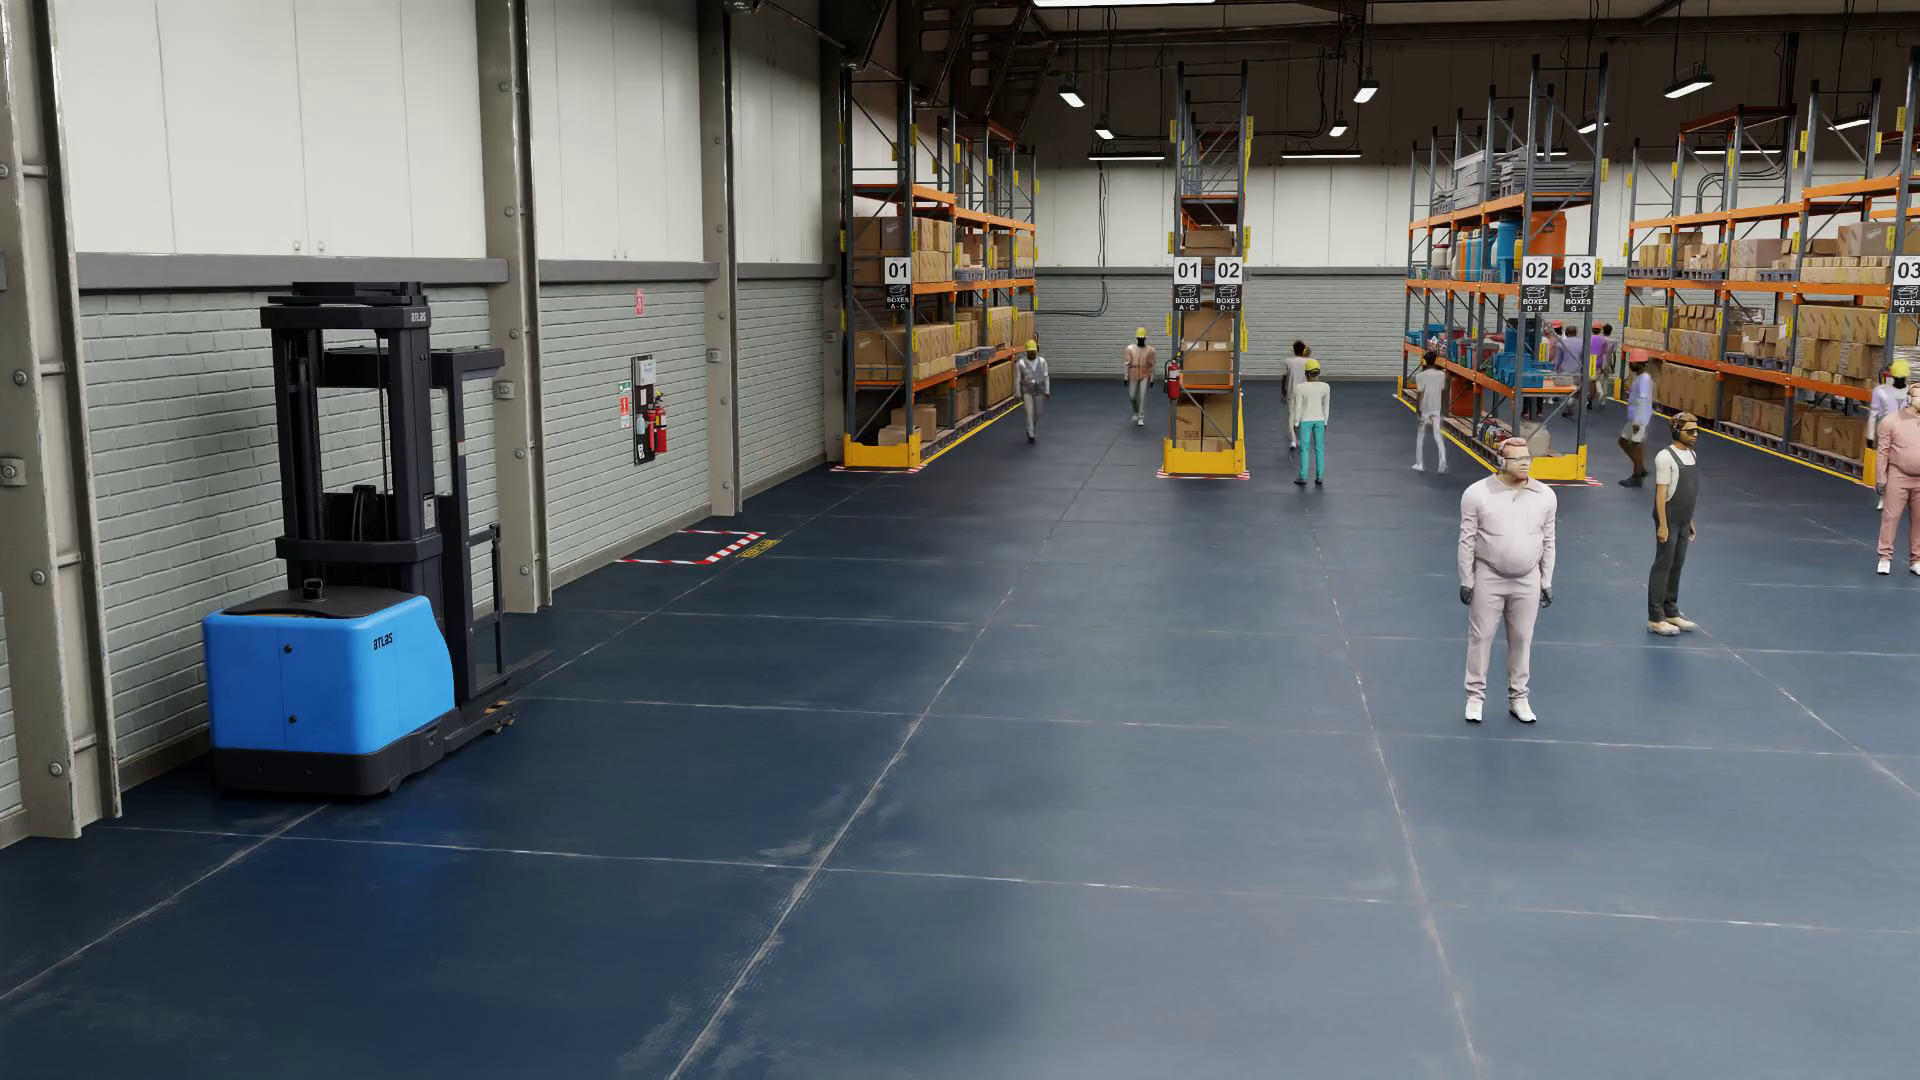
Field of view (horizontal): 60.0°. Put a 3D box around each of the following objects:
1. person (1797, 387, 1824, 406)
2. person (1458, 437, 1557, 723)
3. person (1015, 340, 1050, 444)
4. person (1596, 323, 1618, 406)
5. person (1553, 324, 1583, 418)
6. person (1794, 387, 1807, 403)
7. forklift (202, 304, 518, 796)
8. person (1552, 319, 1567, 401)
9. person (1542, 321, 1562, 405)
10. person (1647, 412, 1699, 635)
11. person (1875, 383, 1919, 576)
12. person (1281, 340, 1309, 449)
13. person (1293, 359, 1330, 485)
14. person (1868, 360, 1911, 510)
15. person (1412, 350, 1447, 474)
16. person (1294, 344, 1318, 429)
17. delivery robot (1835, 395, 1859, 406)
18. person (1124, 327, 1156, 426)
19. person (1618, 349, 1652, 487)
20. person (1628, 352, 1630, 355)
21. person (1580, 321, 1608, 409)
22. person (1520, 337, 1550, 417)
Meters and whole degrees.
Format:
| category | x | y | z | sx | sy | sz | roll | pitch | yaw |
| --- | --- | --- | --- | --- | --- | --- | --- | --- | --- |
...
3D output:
| category | x | y | z | sx | sy | sz | roll | pitch | yaw |
| --- | --- | --- | --- | --- | --- | --- | --- | --- | --- |
| person | 16.091 | -2.905 | 31.402 | 0.557 | 1.660 | 0.794 | 2 | 9 | 9 |
| person | 3.655 | 0.267 | 11.116 | 0.644 | 1.913 | 0.408 | 0 | 9 | 2 |
| person | 1.259 | -2.636 | 29.349 | 0.598 | 1.809 | 0.737 | -3 | 10 | -15 |
| person | 14.359 | -3.911 | 37.085 | 0.526 | 1.846 | 0.630 | 2 | 9 | 11 |
| person | 12.510 | -3.457 | 34.093 | 0.656 | 1.916 | 0.685 | 0 | 9 | 3 |
| person | 18.213 | -3.624 | 35.967 | 0.499 | 1.633 | 0.286 | 3 | 10 | 16 |
| forklift | -3.673 | -0.038 | 10.147 | 1.129 | 2.768 | 1.873 | 1 | 9 | 9 |
| person | 13.949 | -4.181 | 38.587 | 0.602 | 1.903 | 0.726 | 8 | 12 | 40 |
| person | 13.178 | -3.987 | 37.452 | 0.647 | 1.885 | 0.683 | 5 | 10 | 28 |
| person | 5.968 | -0.146 | 13.865 | 0.507 | 1.846 | 0.343 | -8 | 12 | -40 |
| person | 9.429 | -0.604 | 16.486 | 0.647 | 1.913 | 0.409 | 2 | 10 | 14 |
| person | 5.734 | -2.478 | 28.340 | 0.499 | 1.829 | 0.992 | 1 | 9 | 8 |
| person | 4.957 | -1.667 | 23.486 | 0.525 | 1.772 | 0.309 | -2 | 9 | -13 |
| person | 11.774 | -1.305 | 20.880 | 0.619 | 1.877 | 0.845 | 3 | 10 | 18 |
| person | 7.052 | -1.924 | 24.871 | 0.510 | 1.842 | 0.892 | -1 | 9 | -5 |
| person | 6.450 | -2.849 | 31.211 | 0.513 | 1.630 | 0.359 | 2 | 9 | 13 |
| delivery robot | 19.127 | -3.091 | 35.841 | 0.477 | 0.478 | 0.707 | 2 | 9 | 14 |
| person | 3.520 | -3.204 | 32.516 | 0.614 | 1.913 | 0.528 | 2 | 9 | 12 |
| person | 9.420 | -1.701 | 23.198 | 0.400 | 1.926 | 0.567 | 2 | 9 | 14 |
| person | 16.748 | -4.453 | 41.129 | 0.320 | 1.642 | 0.511 | -4 | 10 | -22 |
| person | 13.819 | -3.823 | 36.328 | 0.565 | 1.913 | 0.431 | 1 | 9 | 7 |
| person | 11.879 | -3.558 | 34.458 | 0.623 | 1.989 | 0.401 | 0 | 9 | 1 |
